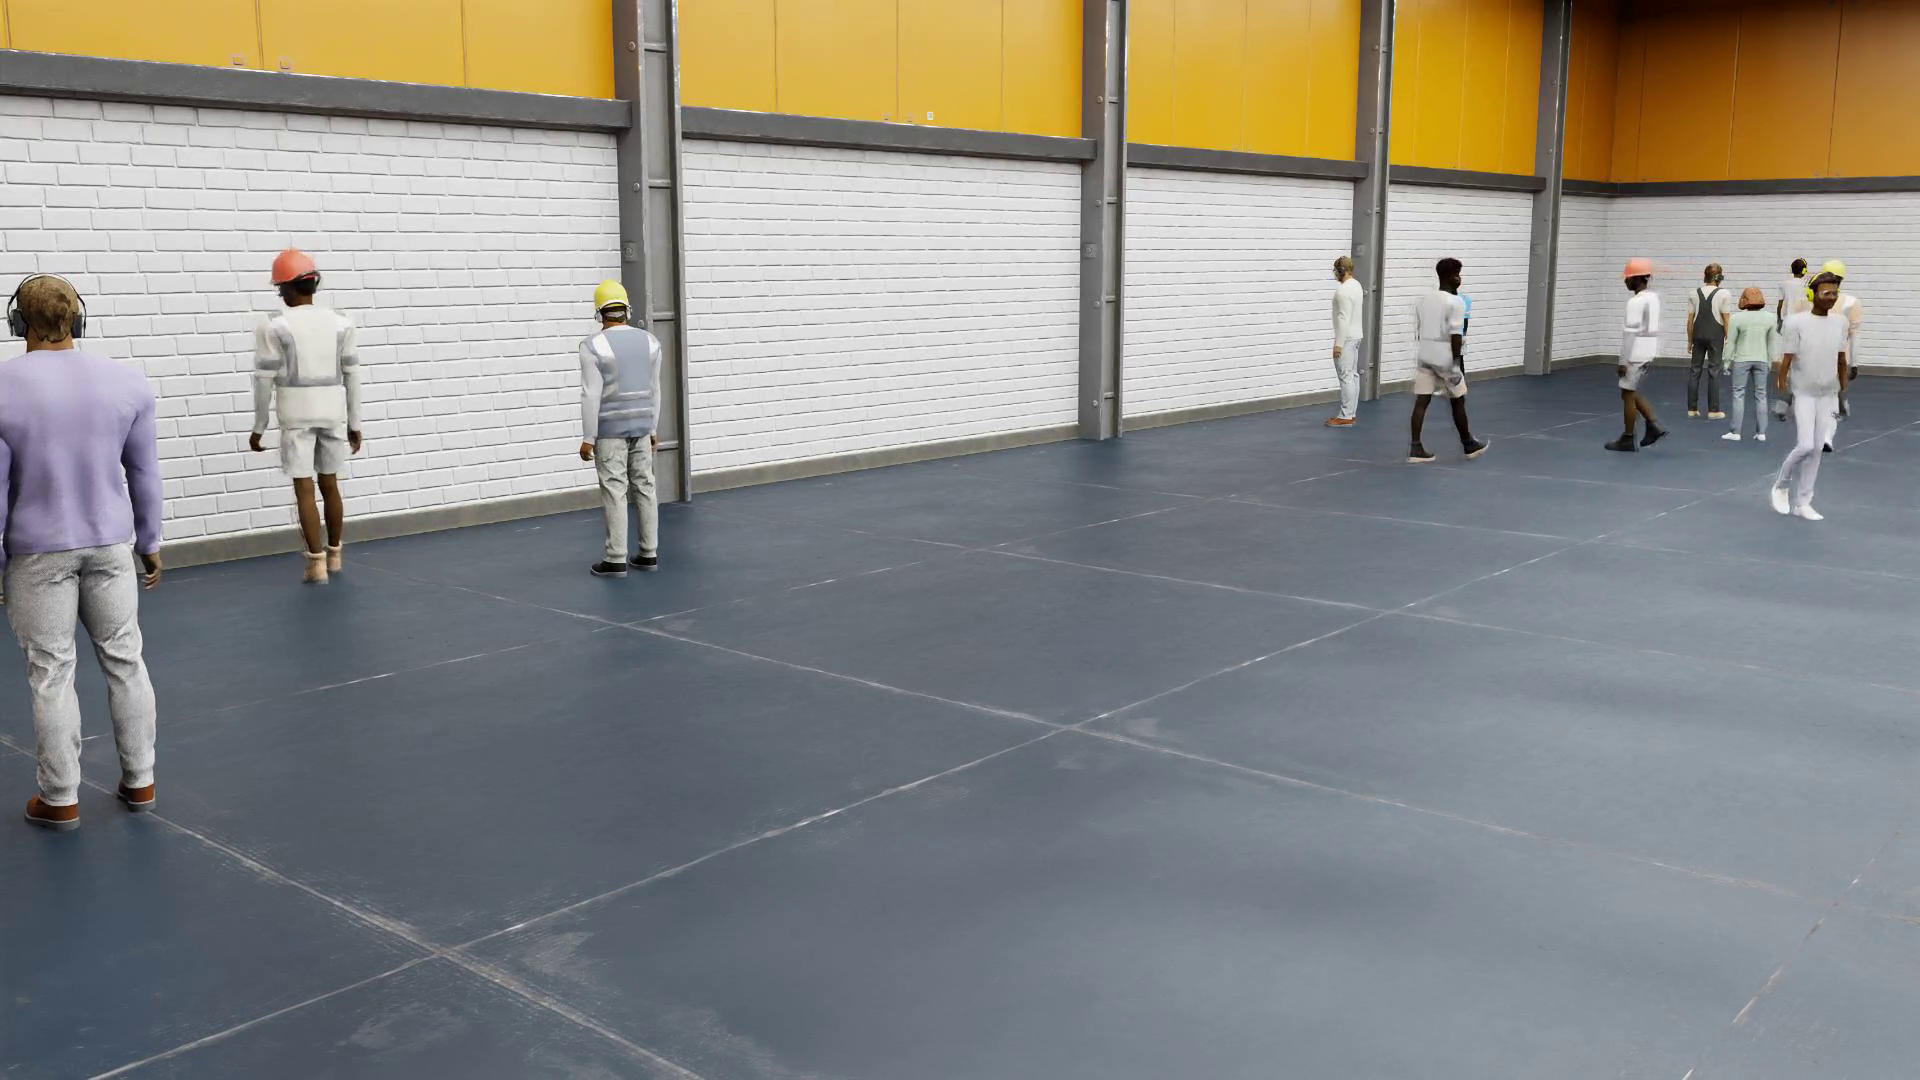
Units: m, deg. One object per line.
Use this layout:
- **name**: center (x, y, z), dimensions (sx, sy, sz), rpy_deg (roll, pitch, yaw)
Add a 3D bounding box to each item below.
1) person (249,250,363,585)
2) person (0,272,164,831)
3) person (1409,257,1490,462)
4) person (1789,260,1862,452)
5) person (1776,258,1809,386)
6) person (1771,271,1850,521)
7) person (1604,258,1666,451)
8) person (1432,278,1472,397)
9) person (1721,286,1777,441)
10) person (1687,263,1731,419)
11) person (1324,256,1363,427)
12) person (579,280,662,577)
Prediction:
- **person**: center (-3.999, -0.733, 10.168), dimensions (0.733, 2.019, 0.627), rpy_deg (9, 13, 42)
- **person**: center (-3.115, 0.043, 5.824), dimensions (0.363, 1.939, 0.636), rpy_deg (10, 14, 44)
- **person**: center (4.660, -1.707, 15.812), dimensions (0.941, 1.923, 0.631), rpy_deg (-6, 12, -30)
- **person**: center (8.491, -1.787, 16.348), dimensions (0.621, 1.905, 0.453), rpy_deg (6, 12, 30)
- **person**: center (12.201, -3.164, 24.310), dimensions (0.327, 1.862, 0.521), rpy_deg (-9, 13, -41)
- **person**: center (6.376, -1.062, 12.379), dimensions (0.511, 1.856, 0.378), rpy_deg (-2, 10, -10)
- **person**: center (6.709, -1.824, 16.481), dimensions (0.450, 1.926, 0.576), rpy_deg (9, 13, 42)
- **person**: center (6.663, -2.773, 22.567), dimensions (0.318, 1.691, 0.532), rpy_deg (-10, 14, -43)
- **person**: center (8.326, -1.854, 17.550), dimensions (0.511, 1.624, 0.317), rpy_deg (1, 10, 4)
- **person**: center (8.892, -2.354, 19.762), dimensions (0.344, 1.839, 0.505), rpy_deg (-10, 14, -43)
- **person**: center (4.367, -2.243, 18.865), dimensions (0.376, 1.933, 0.627), rpy_deg (5, 11, 27)
- **person**: center (-2.109, -0.683, 10.276), dimensions (0.404, 1.828, 0.592), rpy_deg (9, 13, 40)
